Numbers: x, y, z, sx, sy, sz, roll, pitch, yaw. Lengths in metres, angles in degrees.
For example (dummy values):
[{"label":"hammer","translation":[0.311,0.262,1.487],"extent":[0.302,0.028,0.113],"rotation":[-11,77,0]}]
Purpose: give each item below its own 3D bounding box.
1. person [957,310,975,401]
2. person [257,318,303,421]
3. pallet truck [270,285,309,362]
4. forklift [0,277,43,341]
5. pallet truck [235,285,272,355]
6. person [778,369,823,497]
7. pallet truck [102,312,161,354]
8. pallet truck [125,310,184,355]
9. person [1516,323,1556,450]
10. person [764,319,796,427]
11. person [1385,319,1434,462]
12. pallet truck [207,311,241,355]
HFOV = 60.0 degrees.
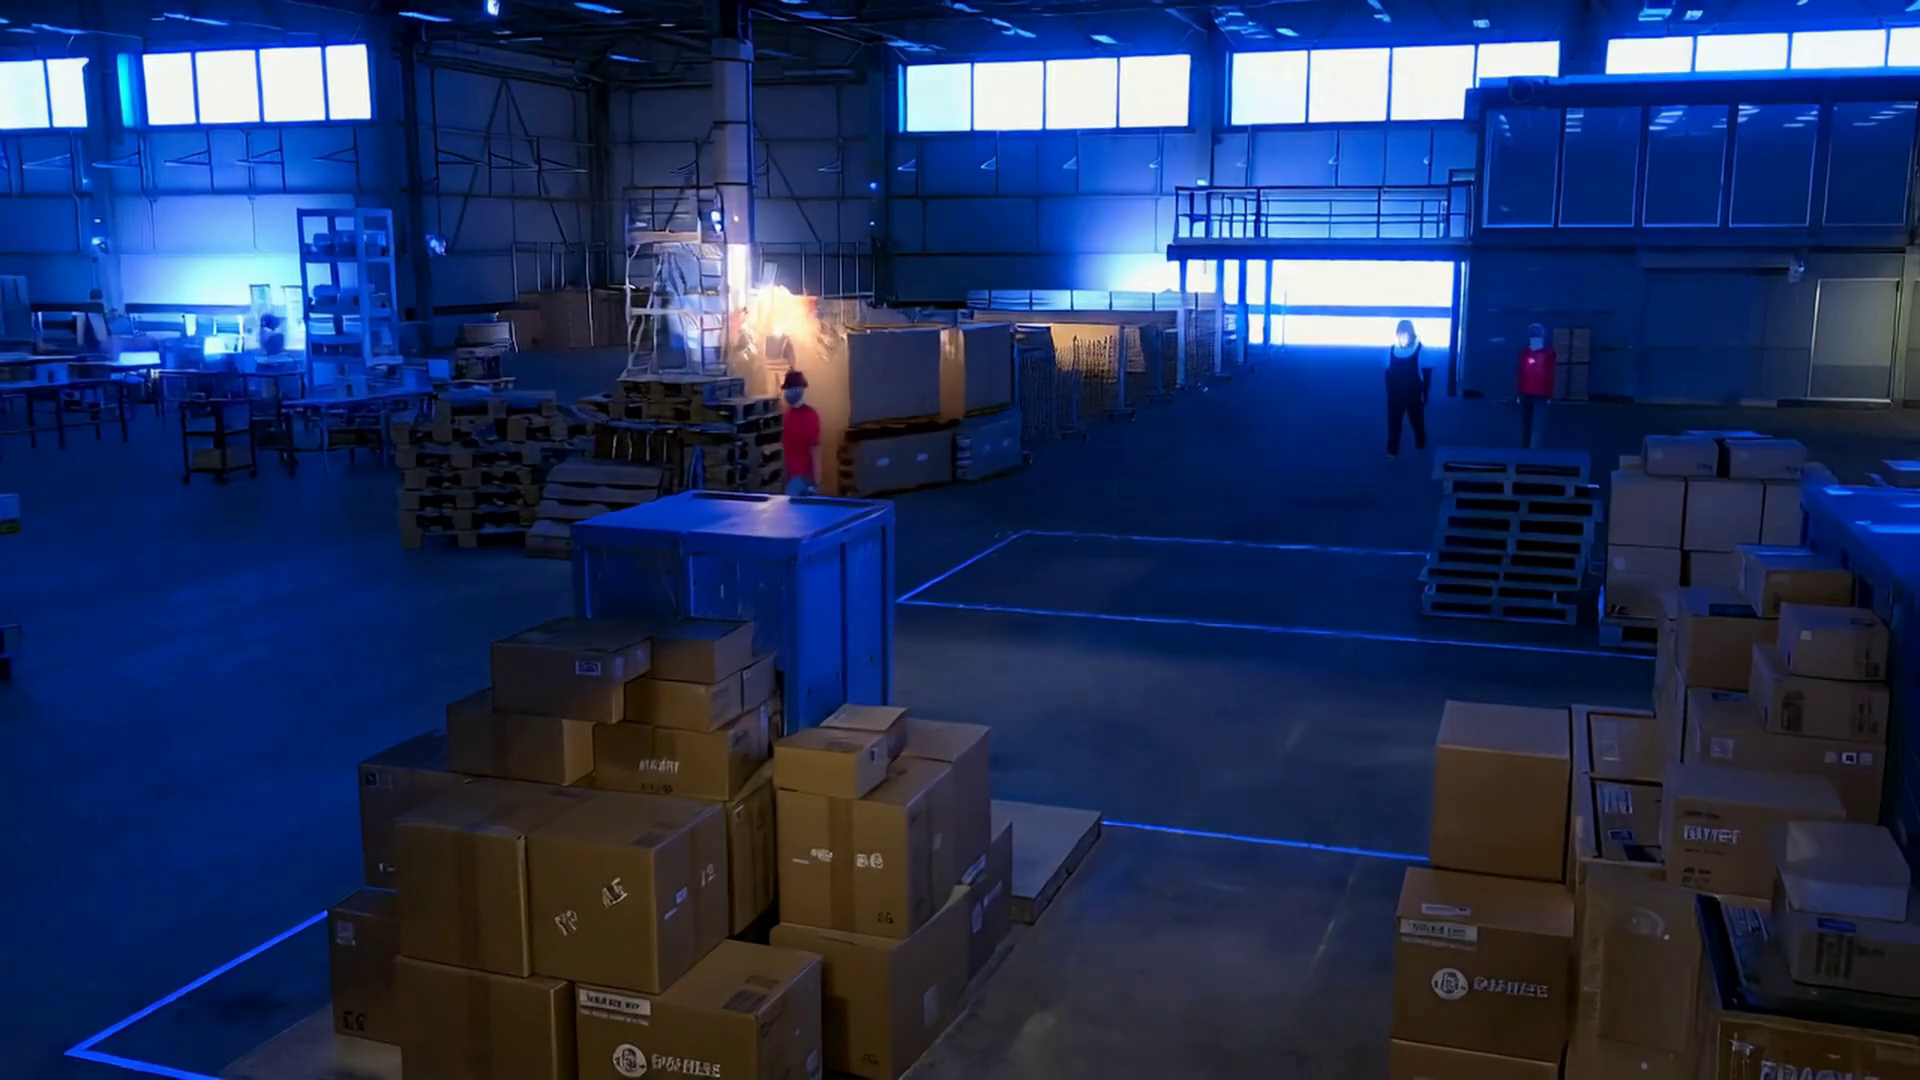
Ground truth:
[{"label":"person","translation":[0.109,-3.607,32.523],"extent":[0.318,1.769,0.522],"rotation":[-2,10,-13]},{"label":"person","translation":[-11.686,-2.893,28.453],"extent":[0.481,1.802,1.015],"rotation":[5,11,25]},{"label":"pallet truck","translation":[-17.147,-5.700,43.663],"extent":[0.823,1.965,1.885],"rotation":[3,11,17]},{"label":"forklift","translation":[-27.151,-6.329,46.328],"extent":[1.157,1.987,2.680],"rotation":[3,11,17]},{"label":"pallet truck","translation":[-18.327,-5.835,44.421],"extent":[0.823,1.965,1.885],"rotation":[4,11,23]},{"label":"person","translation":[-1.465,-0.656,15.540],"extent":[0.983,1.898,0.552],"rotation":[-6,12,-32]},{"label":"pallet truck","translation":[-23.057,-5.777,46.261],"extent":[0.680,1.201,1.601],"rotation":[3,11,19]},{"label":"pallet truck","translation":[-22.038,-5.665,45.457],"extent":[0.704,1.261,1.522],"rotation":[3,11,17]},{"label":"person","translation":[8.157,-2.107,23.623],"extent":[0.369,1.928,0.586],"rotation":[-7,12,-34]},{"label":"person","translation":[-2.939,-2.706,27.270],"extent":[0.593,1.838,0.976],"rotation":[4,11,21]},{"label":"person","translation":[6.317,-2.129,23.431],"extent":[0.685,2.000,0.884],"rotation":[6,12,32]},{"label":"pallet truck","translation":[-19.537,-5.575,44.913],"extent":[0.653,1.274,1.630],"rotation":[3,11,19]}]
